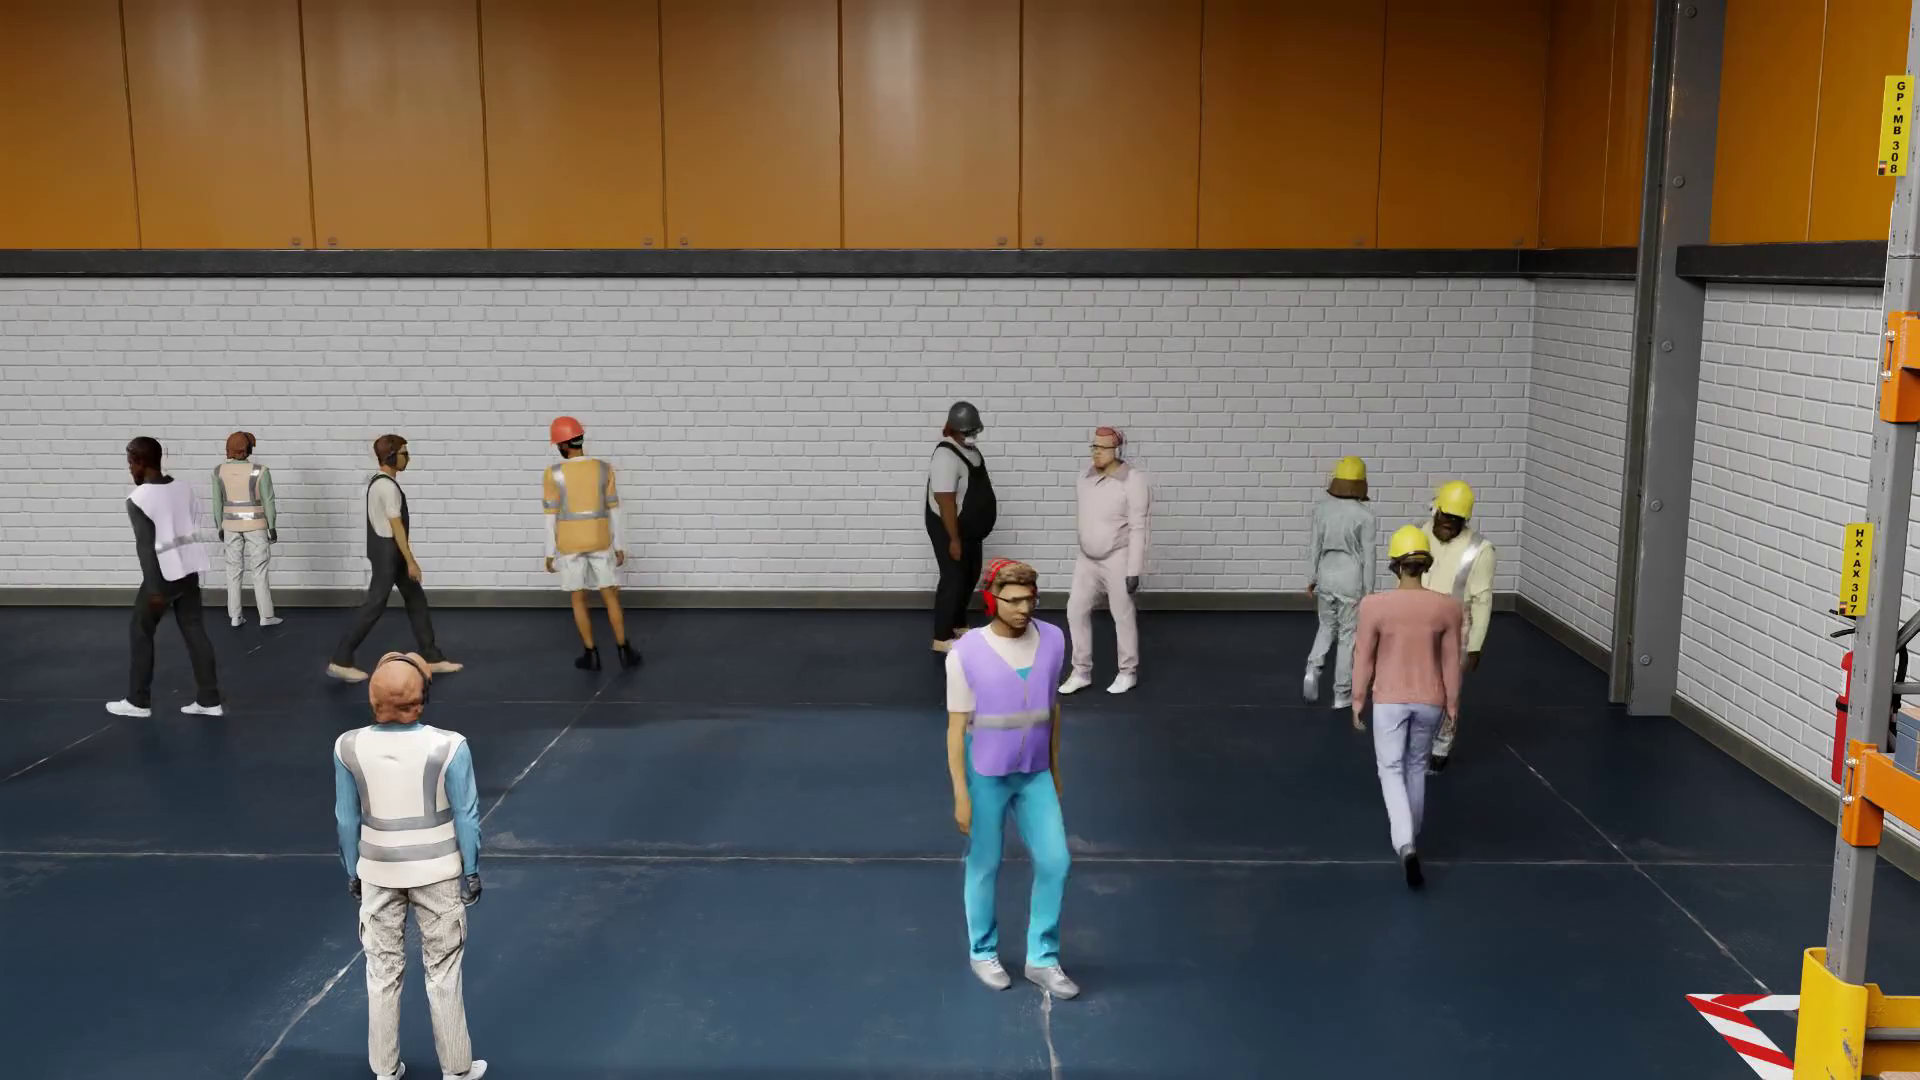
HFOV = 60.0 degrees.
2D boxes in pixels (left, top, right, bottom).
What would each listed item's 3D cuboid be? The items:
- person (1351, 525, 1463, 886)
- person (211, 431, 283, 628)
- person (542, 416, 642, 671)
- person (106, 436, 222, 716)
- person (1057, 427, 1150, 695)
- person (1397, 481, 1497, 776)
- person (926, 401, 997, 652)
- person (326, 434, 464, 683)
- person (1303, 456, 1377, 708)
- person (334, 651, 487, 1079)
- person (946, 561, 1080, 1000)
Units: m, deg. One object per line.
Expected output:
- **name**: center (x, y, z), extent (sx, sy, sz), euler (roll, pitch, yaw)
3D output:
- **person**: center (2.211, 0.810, 8.175), extent (0.527, 1.740, 0.782), euler (0, 9, 1)
- **person**: center (-5.907, -0.082, 13.761), extent (0.517, 1.641, 0.308), euler (0, 9, 1)
- **person**: center (-2.747, 0.024, 12.388), extent (0.714, 1.891, 0.422), euler (-4, 10, -24)
- **person**: center (-5.348, 0.251, 11.060), extent (0.868, 1.880, 0.597), euler (3, 10, 15)
- **person**: center (0.978, 0.164, 11.546), extent (0.759, 1.888, 0.670), euler (-9, 13, -44)
- **person**: center (2.800, 0.524, 9.692), extent (0.624, 1.786, 0.501), euler (8, 12, 40)
- **person**: center (0.011, -0.121, 12.797), extent (0.544, 2.000, 0.748), euler (3, 10, 16)
- **person**: center (-4.154, 0.140, 12.021), extent (0.956, 1.809, 0.522), euler (-3, 10, -18)
- **person**: center (2.557, 0.296, 11.206), extent (0.505, 1.729, 0.432), euler (9, 13, 42)
- **person**: center (-1.978, 1.212, 6.000), extent (0.517, 1.645, 0.308), euler (0, 9, 1)
- **person**: center (0.242, 0.990, 6.780), extent (0.609, 1.818, 0.691), euler (-6, 11, -31)
